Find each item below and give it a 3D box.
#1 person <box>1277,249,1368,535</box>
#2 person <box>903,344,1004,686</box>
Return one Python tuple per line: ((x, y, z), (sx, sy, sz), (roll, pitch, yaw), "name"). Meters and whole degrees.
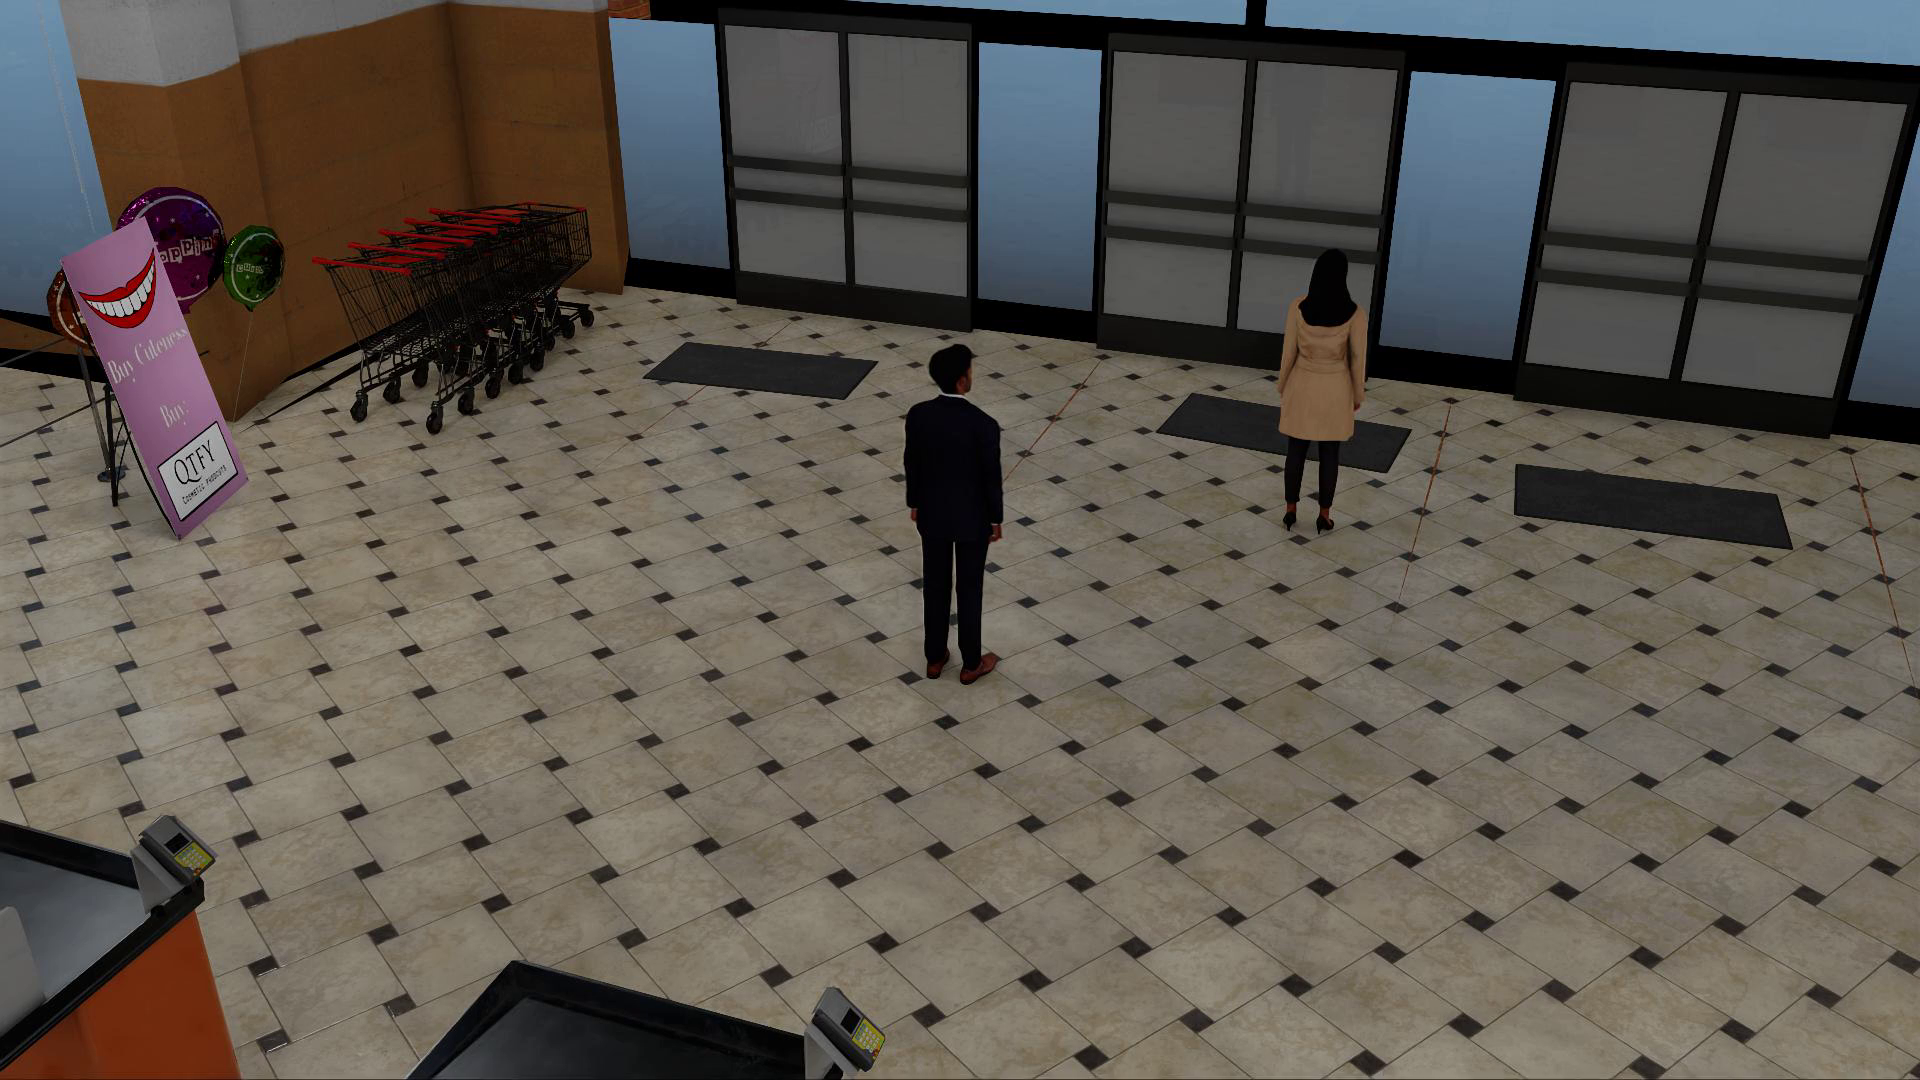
((2.030, -0.824, 9.401), (0.639, 1.682, 0.499), (9, 28, 18), "person")
((-0.033, -0.106, 7.937), (0.626, 1.727, 0.507), (9, 28, 18), "person")
